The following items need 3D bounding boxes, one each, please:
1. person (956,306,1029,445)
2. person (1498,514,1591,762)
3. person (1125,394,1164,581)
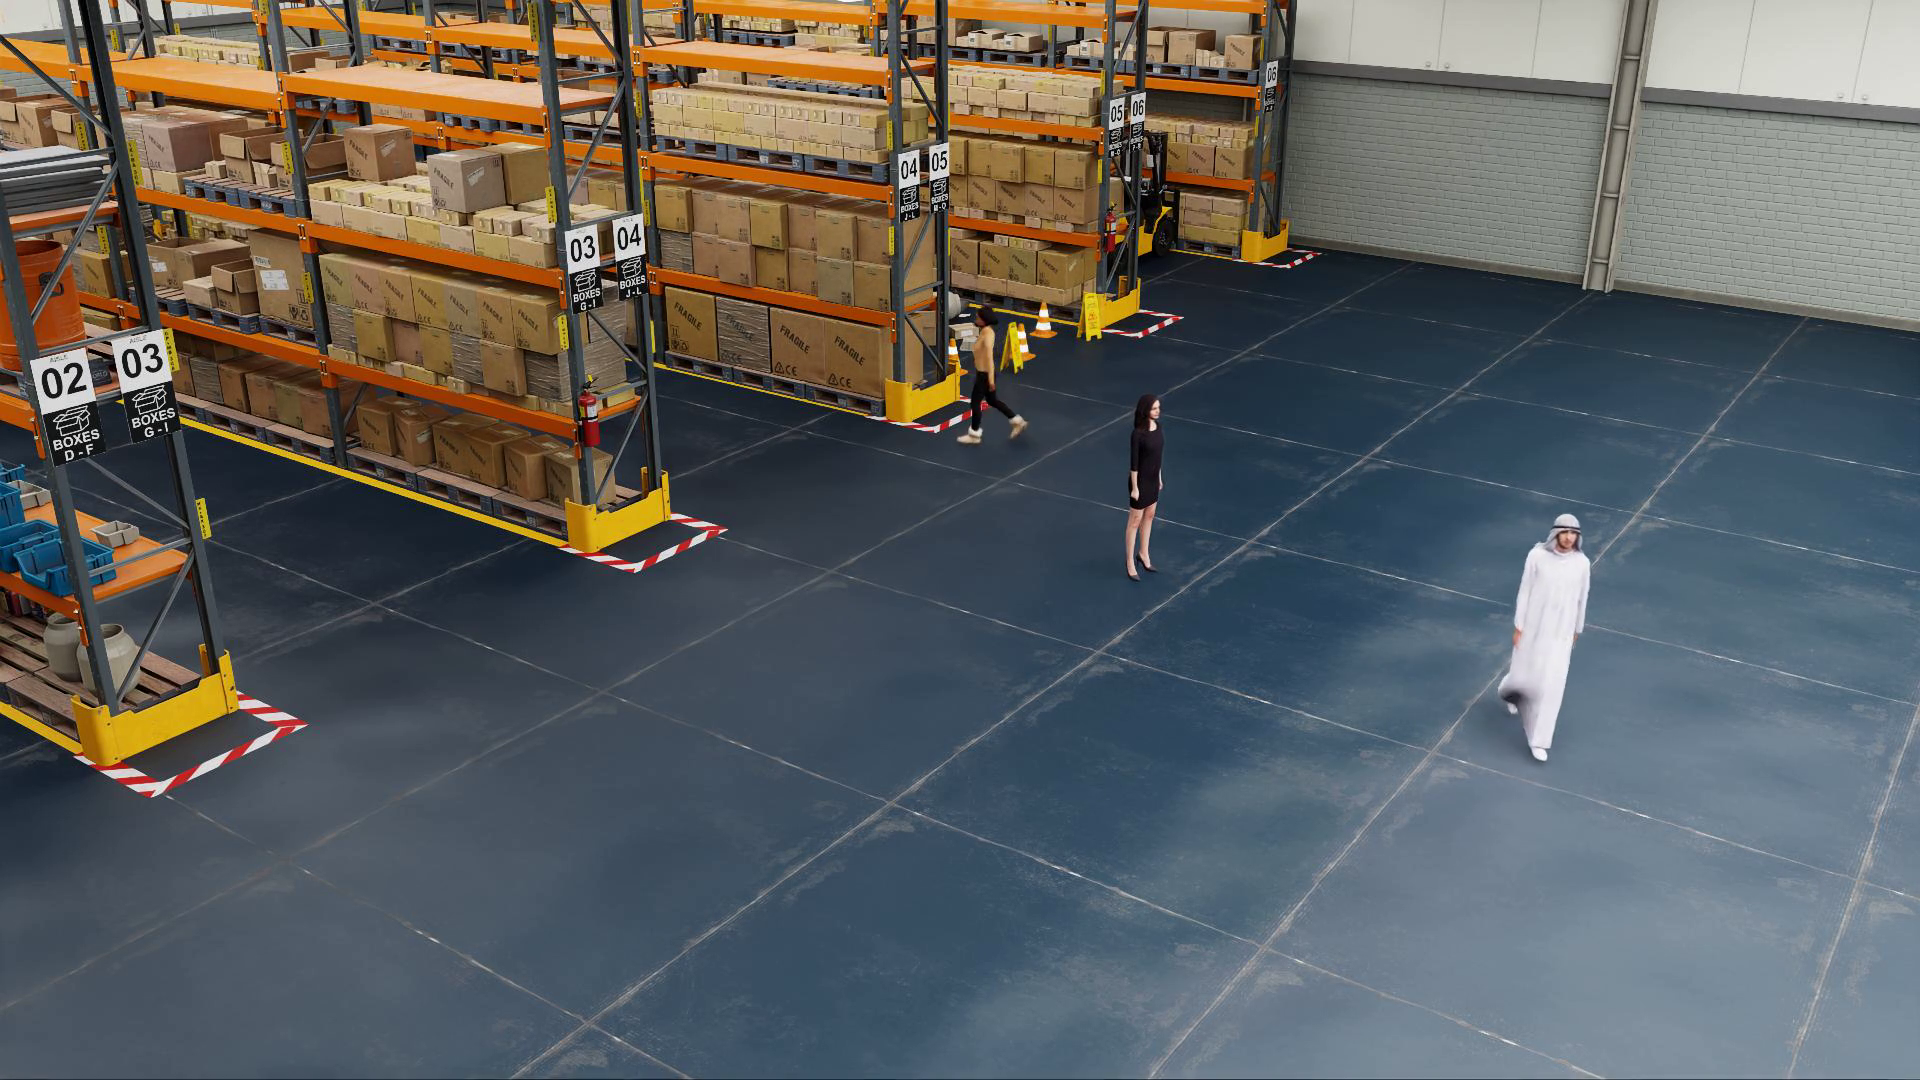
[{"bbox_3d":[0.383,-1.883,19.115,1.125,1.634,0.923,2,23,4],"label":"person"},{"bbox_3d":[4.472,0.672,12.758,1.107,1.908,1.033,3,23,7],"label":"person"},{"bbox_3d":[1.738,-0.517,15.684,0.512,1.806,0.608,19,30,38],"label":"person"}]
